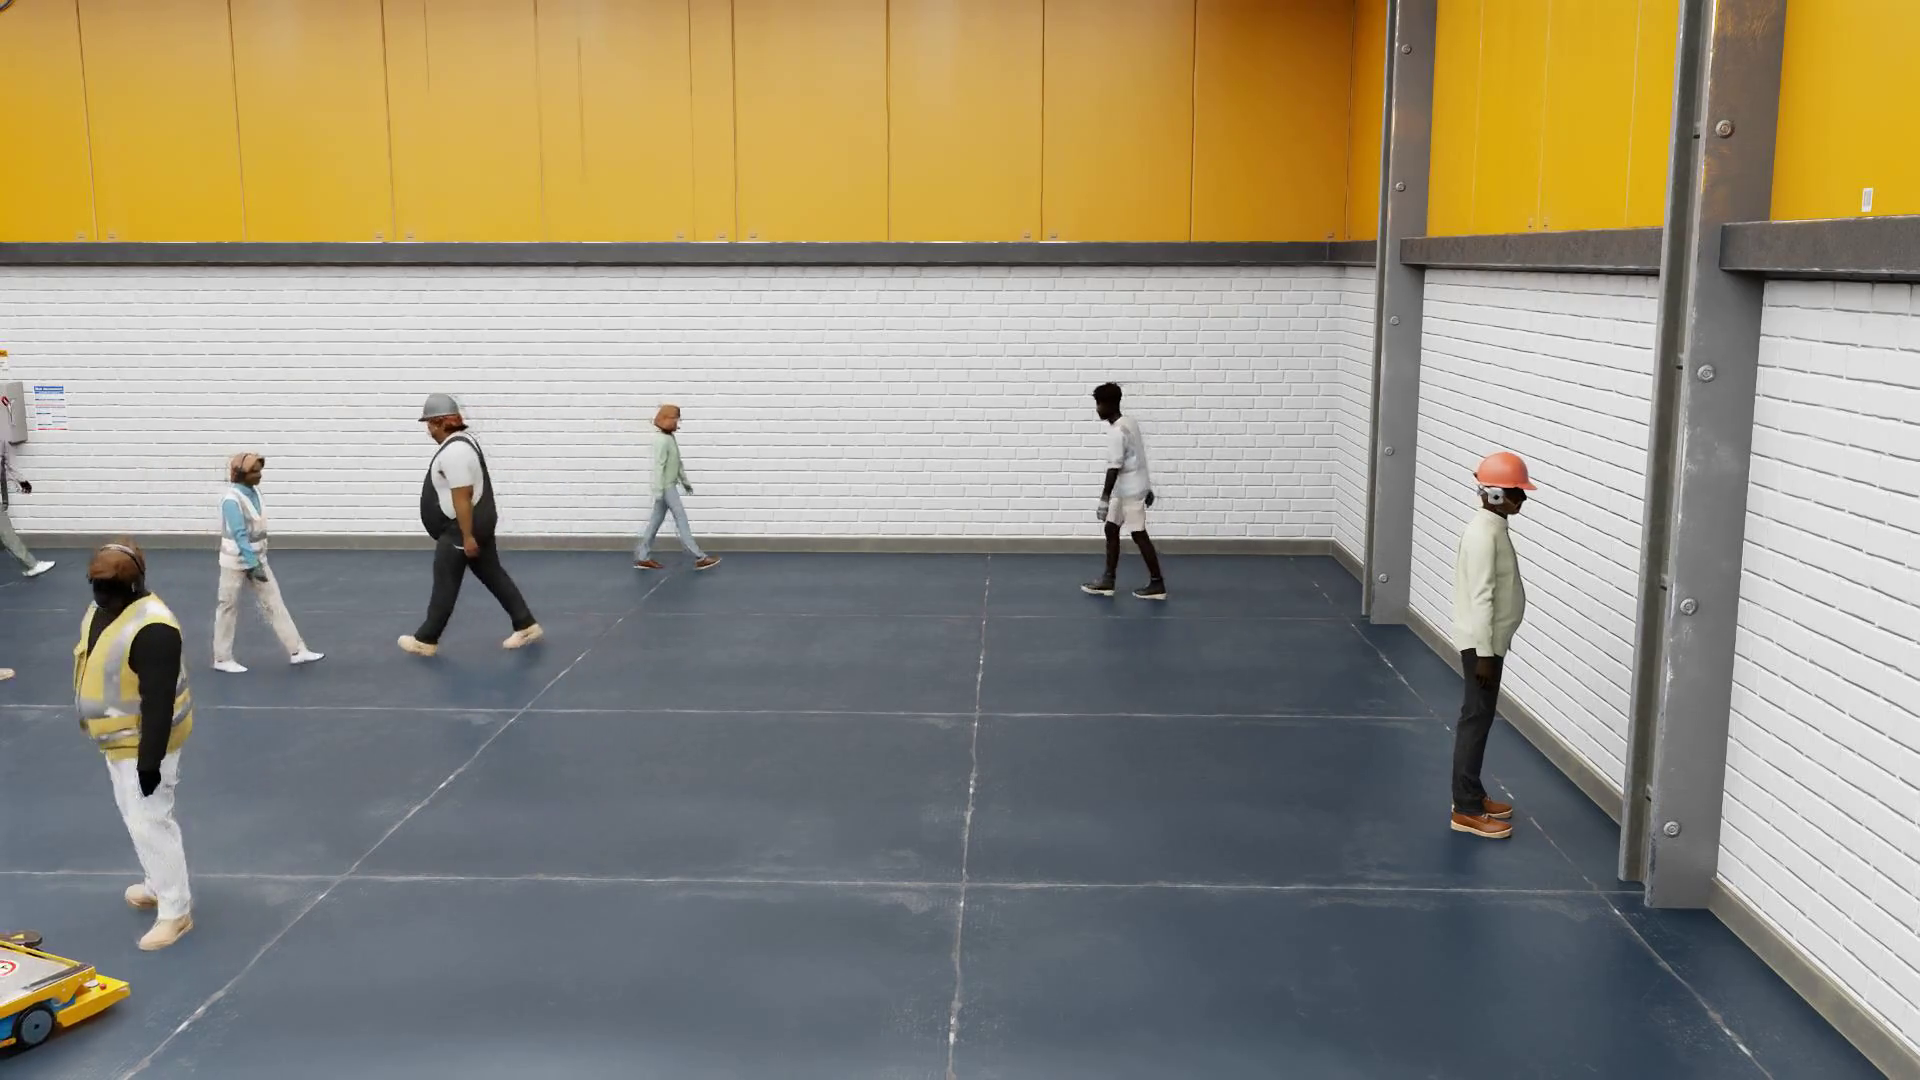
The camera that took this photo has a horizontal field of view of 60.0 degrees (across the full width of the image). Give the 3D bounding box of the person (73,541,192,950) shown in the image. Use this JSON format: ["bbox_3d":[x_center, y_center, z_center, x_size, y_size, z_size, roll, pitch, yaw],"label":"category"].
[{"bbox_3d":[-3.600,0.870,7.255,0.459,1.803,0.764,-9,13,-42],"label":"person"}]

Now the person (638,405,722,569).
[{"bbox_3d":[-2.712,-0.494,15.851,0.849,1.588,0.503,-1,10,-3],"label":"person"}]

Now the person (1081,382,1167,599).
[{"bbox_3d":[1.413,-0.417,14.481,0.878,1.897,0.618,2,10,13],"label":"person"}]

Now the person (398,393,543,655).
[{"bbox_3d":[-3.699,-0.152,12.527,1.039,2.000,0.725,-1,10,-5],"label":"person"}]

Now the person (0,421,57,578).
[{"bbox_3d":[-8.936,-0.543,15.335,1.031,1.856,0.621,-1,10,-5],"label":"person"}]

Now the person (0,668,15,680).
[{"bbox_3d":[-6.978,0.149,11.414,0.804,1.814,0.628,0,10,-1],"label":"person"}]

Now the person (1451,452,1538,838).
[{"bbox_3d":[2.760,0.531,8.667,0.390,1.991,0.623,4,10,20],"label":"person"}]

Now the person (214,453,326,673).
[{"bbox_3d":[-5.016,0.177,11.882,0.832,1.597,0.524,1,10,6],"label":"person"}]

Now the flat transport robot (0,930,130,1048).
[{"bbox_3d":[-3.924,1.822,6.148,0.652,0.197,1.431,5,11,26],"label":"flat transport robot"}]
